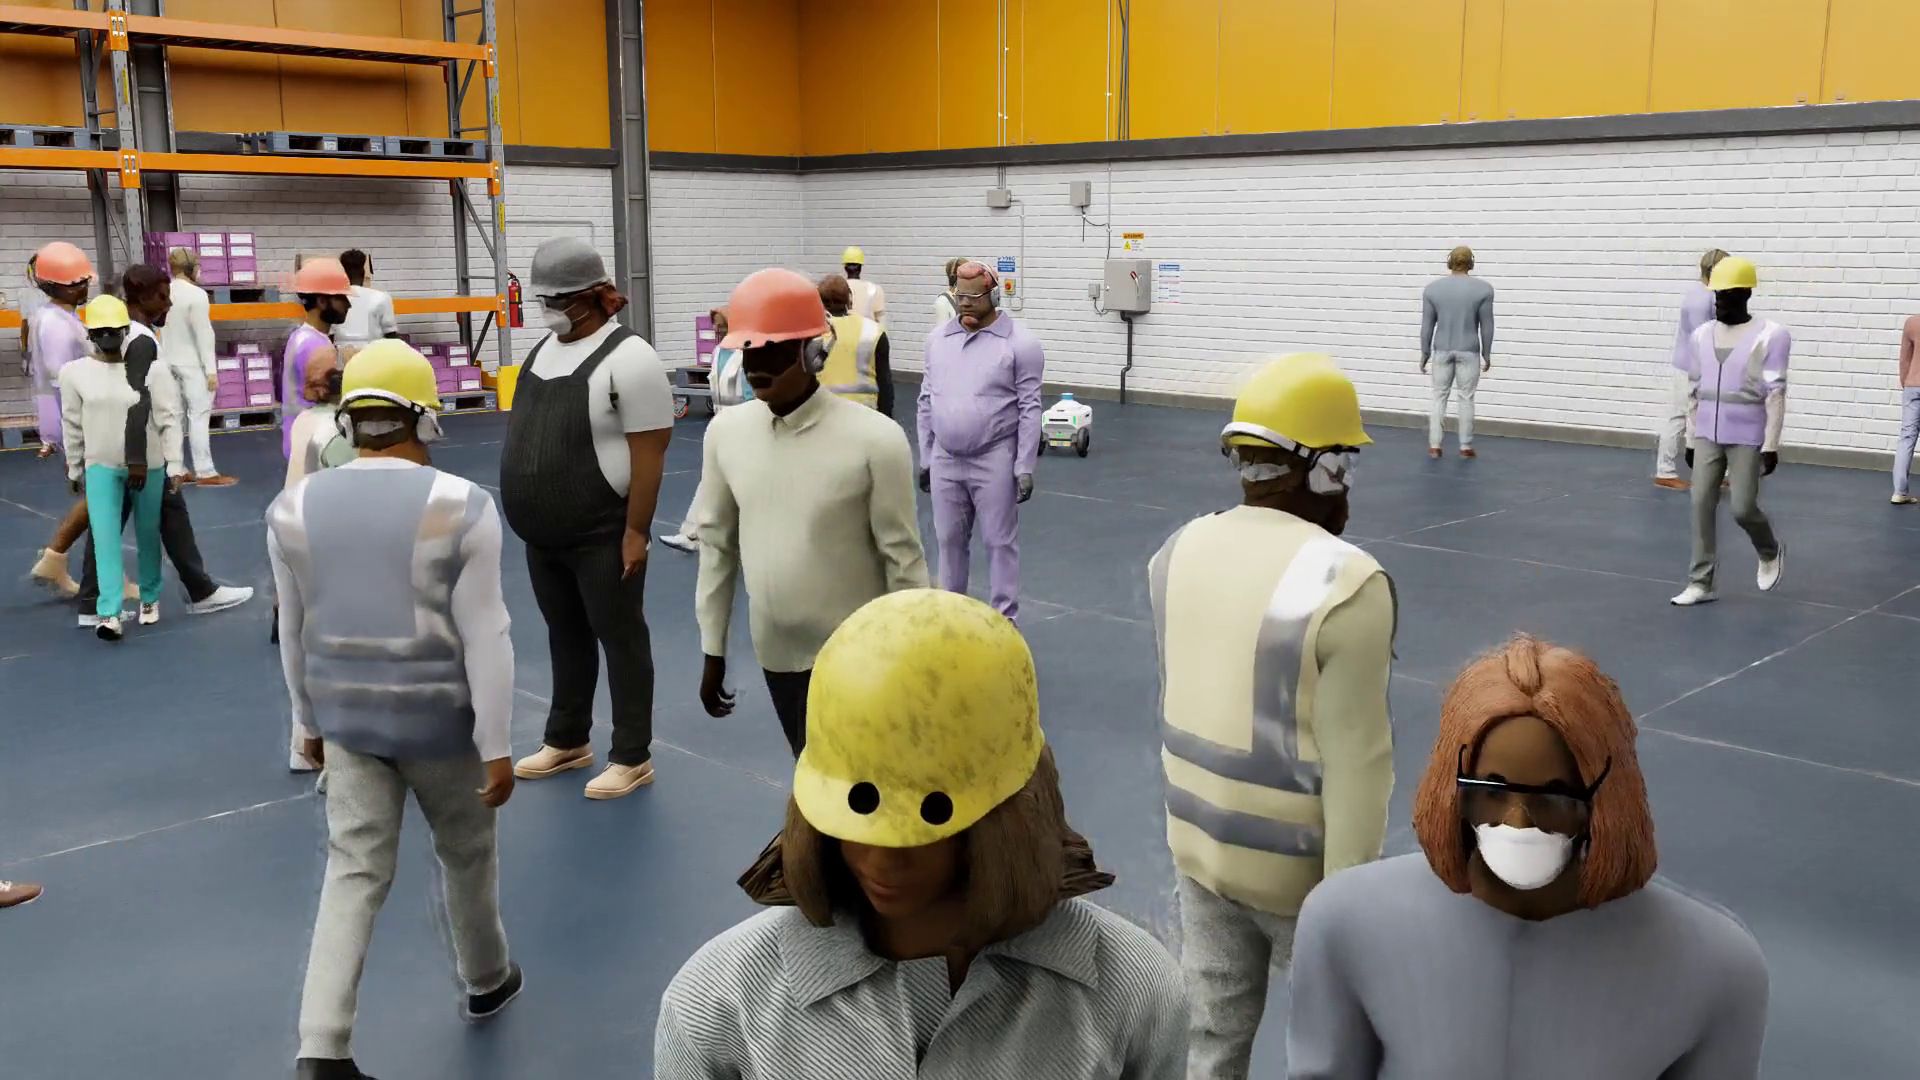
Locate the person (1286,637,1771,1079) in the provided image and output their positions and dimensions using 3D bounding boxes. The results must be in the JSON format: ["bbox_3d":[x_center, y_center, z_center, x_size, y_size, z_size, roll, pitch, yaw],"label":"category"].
[{"bbox_3d":[0.618,0.877,1.925,0.499,1.610,0.582,3,11,17],"label":"person"}]

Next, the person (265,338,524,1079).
[{"bbox_3d":[-1.350,0.422,3.949,0.610,1.793,0.899,1,10,8],"label":"person"}]

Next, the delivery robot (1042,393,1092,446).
[{"bbox_3d":[0.998,-1.121,15.454,0.477,0.478,0.707,3,11,17],"label":"delivery robot"}]

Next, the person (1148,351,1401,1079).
[{"bbox_3d":[0.593,0.560,3.110,0.468,1.808,0.617,-6,12,-31],"label":"person"}]

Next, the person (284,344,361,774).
[{"bbox_3d":[-2.341,0.067,6.338,0.604,1.614,0.540,-7,13,-34],"label":"person"}]

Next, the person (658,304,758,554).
[{"bbox_3d":[-1.457,-0.679,10.469,0.860,1.586,0.536,-9,13,-39],"label":"person"}]

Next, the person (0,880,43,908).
[{"bbox_3d":[-3.325,0.246,4.806,0.959,1.828,0.511,-5,11,-24],"label":"person"}]

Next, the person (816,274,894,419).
[{"bbox_3d":[-0.724,-0.702,10.050,0.626,1.802,0.959,1,10,4],"label":"person"}]

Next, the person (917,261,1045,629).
[{"bbox_3d":[0.067,-0.370,7.941,0.639,1.904,0.407,5,12,26],"label":"person"}]

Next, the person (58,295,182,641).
[{"bbox_3d":[-4.212,-0.362,8.371,0.549,1.714,0.891,-4,11,-20],"label":"person"}]

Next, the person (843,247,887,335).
[{"bbox_3d":[-1.013,-1.914,16.383,0.598,1.894,0.863,1,10,6],"label":"person"}]

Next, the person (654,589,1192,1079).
[{"bbox_3d":[-0.028,0.888,1.528,0.492,1.737,0.327,-1,10,-7],"label":"person"}]

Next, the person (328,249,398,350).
[{"bbox_3d":[-5.162,-1.543,14.329,0.615,1.916,1.017,0,10,-2],"label":"person"}]

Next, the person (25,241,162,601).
[{"bbox_3d":[-4.741,-0.608,9.003,0.548,2.003,0.646,-6,12,-29],"label":"person"}]

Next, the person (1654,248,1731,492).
[{"bbox_3d":[5.887,-1.302,12.985,0.825,1.908,0.656,8,13,37],"label":"person"}]

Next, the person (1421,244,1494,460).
[{"bbox_3d":[4.490,-1.691,15.043,0.632,1.938,0.372,5,12,26],"label":"person"}]

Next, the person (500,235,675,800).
[{"bbox_3d":[-1.389,-0.086,6.012,0.672,2.000,0.536,8,13,38],"label":"person"}]

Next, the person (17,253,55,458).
[{"bbox_3d":[-8.304,-1.679,15.196,0.515,1.862,0.329,-2,11,-12],"label":"person"}]

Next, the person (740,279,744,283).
[{"bbox_3d":[-2.111,-1.827,16.704,0.552,1.596,0.829,7,12,33],"label":"person"}]

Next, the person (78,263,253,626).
[{"bbox_3d":[-4.231,-0.498,8.711,0.935,1.862,0.740,-9,14,-40],"label":"person"}]

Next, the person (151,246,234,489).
[{"bbox_3d":[-6.190,-1.377,13.331,0.634,1.937,0.357,5,12,28],"label":"person"}]

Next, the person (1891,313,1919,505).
[{"bbox_3d":[7.231,-1.108,12.352,0.349,1.764,0.532,-3,11,-16],"label":"person"}]

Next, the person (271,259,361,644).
[{"bbox_3d":[-3.040,-0.433,8.286,0.944,1.896,0.577,-4,11,-19],"label":"person"}]

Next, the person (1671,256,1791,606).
[{"bbox_3d":[4.259,-0.590,9.106,0.672,1.910,0.592,-7,12,-33],"label":"person"}]

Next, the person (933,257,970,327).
[{"bbox_3d":[-0.037,-1.391,13.666,0.328,1.842,0.516,5,12,25],"label":"person"}]

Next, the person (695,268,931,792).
[{"bbox_3d":[-0.383,0.274,4.334,0.642,1.934,1.049,6,12,30],"label":"person"}]
